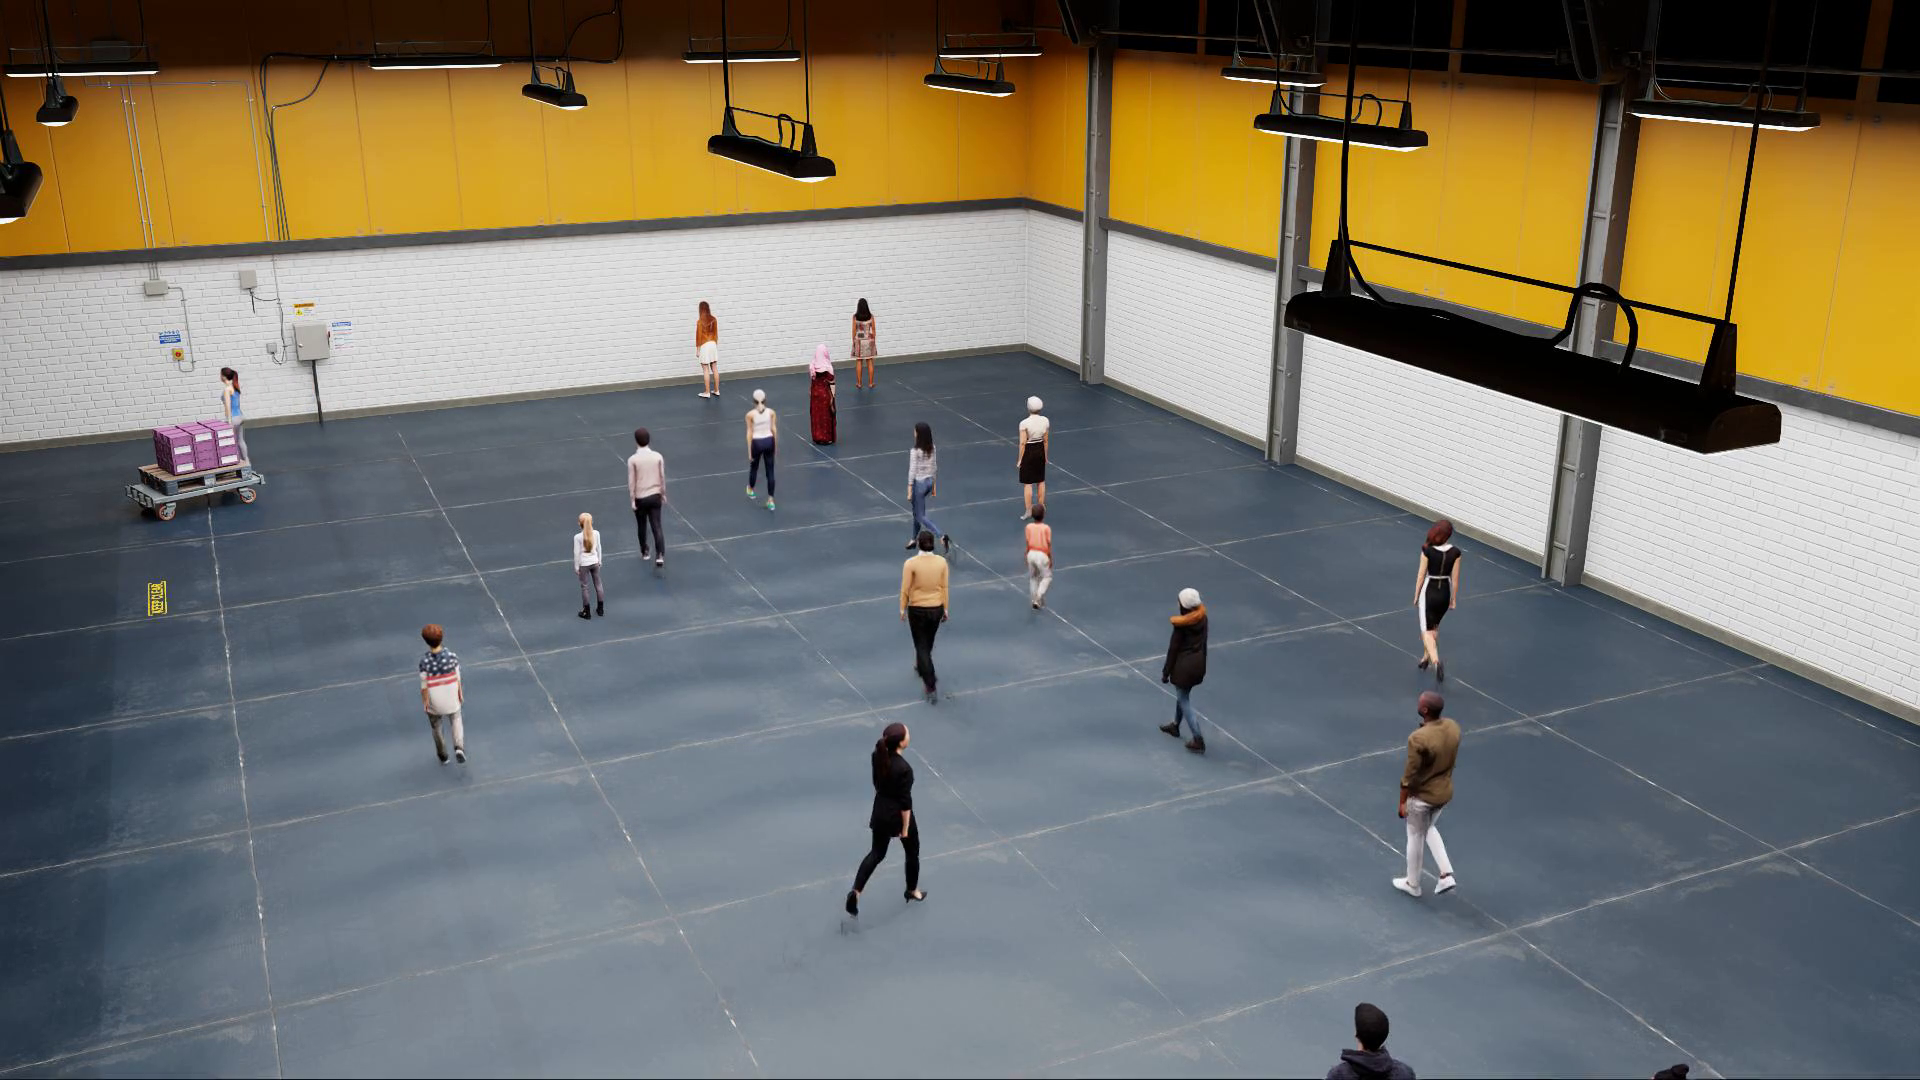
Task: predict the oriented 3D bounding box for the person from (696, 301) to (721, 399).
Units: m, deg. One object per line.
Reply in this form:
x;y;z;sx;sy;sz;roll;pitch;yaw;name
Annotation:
-4.512;-3.425;29.788;0.689;1.722;0.703;17;25;41;person

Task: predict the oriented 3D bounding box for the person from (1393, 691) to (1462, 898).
3.804;2.074;13.313;0.789;1.815;0.835;-11;22;-30;person

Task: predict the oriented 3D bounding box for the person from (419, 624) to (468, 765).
-4.868;1.477;15.686;0.554;1.432;0.750;-10;21;-27;person

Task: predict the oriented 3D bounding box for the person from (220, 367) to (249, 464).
-10.952;-1.823;25.226;0.753;1.598;0.673;2;19;5;person

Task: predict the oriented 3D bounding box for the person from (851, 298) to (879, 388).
-1.764;-3.630;30.518;0.707;1.645;0.639;-2;19;-7;person

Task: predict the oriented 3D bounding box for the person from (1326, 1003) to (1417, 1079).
2.222;3.468;9.111;0.926;1.856;1.262;-3;19;-7;person

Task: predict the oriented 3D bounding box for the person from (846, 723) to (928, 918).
-0.599;2.238;13.114;1.060;1.632;0.935;15;24;38;person

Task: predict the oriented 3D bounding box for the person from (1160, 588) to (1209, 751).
2.226;1.264;16.033;0.776;1.614;0.971;-15;24;-38;person

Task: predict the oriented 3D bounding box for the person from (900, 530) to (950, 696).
-0.349;0.769;17.318;0.719;1.733;1.145;-7;20;-19;person

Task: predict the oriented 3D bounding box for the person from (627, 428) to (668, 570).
-3.921;-0.496;21.003;0.644;1.777;1.171;-8;20;-22;person

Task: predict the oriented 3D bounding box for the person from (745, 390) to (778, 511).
-2.742;-1.237;23.383;0.701;1.664;1.101;-6;19;-16;person

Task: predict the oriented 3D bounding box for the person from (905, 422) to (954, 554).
-0.433;-0.605;21.349;1.153;1.763;0.888;16;24;39;person

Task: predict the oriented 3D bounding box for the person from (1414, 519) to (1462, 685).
5.019;0.679;17.527;0.869;1.769;1.136;0;19;-1;person

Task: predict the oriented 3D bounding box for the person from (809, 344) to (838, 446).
-2.217;-2.343;26.715;0.724;1.633;0.823;11;21;29;person

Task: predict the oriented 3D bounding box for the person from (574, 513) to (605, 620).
-4.340;0.288;19.457;0.524;1.279;0.545;-13;23;-34;person

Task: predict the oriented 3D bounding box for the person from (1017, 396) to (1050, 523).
1.012;-1.115;22.874;0.622;1.756;0.525;-9;21;-26;person

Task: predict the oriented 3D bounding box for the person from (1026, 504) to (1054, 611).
0.910;0.225;19.613;0.619;1.300;0.681;9;21;26;person
